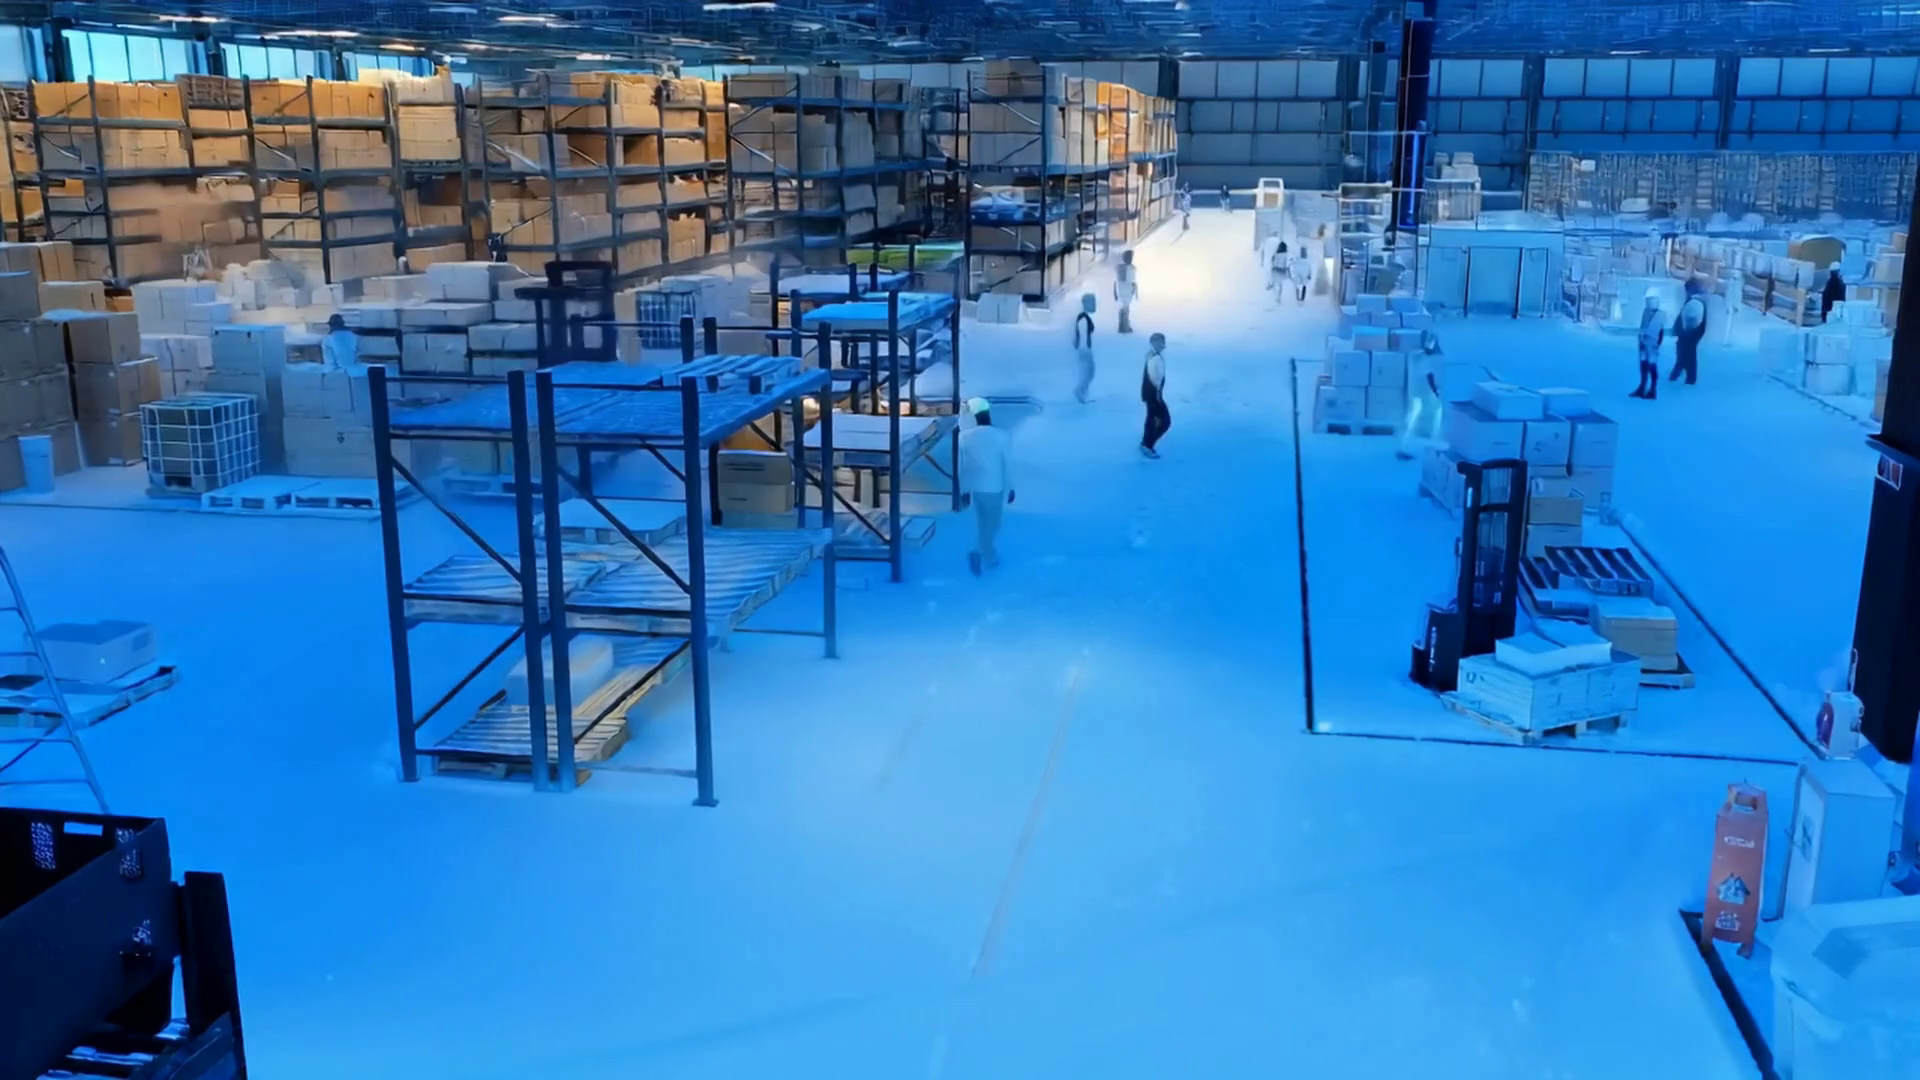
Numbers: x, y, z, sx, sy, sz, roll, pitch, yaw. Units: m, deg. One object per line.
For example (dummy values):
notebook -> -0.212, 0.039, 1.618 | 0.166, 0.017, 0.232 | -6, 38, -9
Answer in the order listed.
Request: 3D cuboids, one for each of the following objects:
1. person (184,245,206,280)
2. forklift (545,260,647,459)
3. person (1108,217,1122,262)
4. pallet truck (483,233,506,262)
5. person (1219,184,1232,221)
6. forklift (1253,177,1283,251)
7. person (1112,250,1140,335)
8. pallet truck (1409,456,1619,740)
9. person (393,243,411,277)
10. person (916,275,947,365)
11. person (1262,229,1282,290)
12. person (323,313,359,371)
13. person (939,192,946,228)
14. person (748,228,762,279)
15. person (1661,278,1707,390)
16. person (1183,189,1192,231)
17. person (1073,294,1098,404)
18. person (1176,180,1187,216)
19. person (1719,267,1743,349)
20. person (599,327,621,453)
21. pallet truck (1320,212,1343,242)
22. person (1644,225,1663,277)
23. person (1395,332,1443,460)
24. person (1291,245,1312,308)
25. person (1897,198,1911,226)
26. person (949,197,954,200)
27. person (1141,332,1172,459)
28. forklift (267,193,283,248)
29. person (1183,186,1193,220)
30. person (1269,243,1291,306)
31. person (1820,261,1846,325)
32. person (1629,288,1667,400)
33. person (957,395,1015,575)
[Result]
person -> -20.538, -7.115, 44.678 | 0.524, 1.627, 0.455 | -8, 16, -28
forklift -> -5.305, -2.555, 23.575 | 1.129, 2.768, 1.873 | 3, 14, 10
person -> 5.420, -10.762, 59.515 | 0.742, 1.610, 0.505 | 2, 14, 8
pallet truck -> -11.832, -7.026, 43.548 | 1.885, 1.965, 0.823 | 8, 16, 28
person -> 13.775, -17.556, 86.492 | 0.620, 1.897, 0.956 | -4, 15, -17
forklift -> 12.083, -12.747, 64.956 | 1.129, 2.768, 1.873 | 3, 14, 10
person -> 3.883, -5.711, 38.342 | 0.663, 1.918, 0.834 | 13, 19, 42
pallet truck -> 4.504, 0.400, 13.395 | 0.823, 1.965, 1.885 | -6, 15, -23
person -> -13.802, -6.388, 41.150 | 0.449, 1.901, 0.616 | -7, 16, -28
person -> -0.731, -4.392, 33.185 | 0.948, 1.825, 0.532 | -1, 14, -3
person -> 9.204, -8.270, 49.032 | 0.605, 1.792, 0.921 | 2, 14, 8
person -> -9.310, -2.442, 25.054 | 0.370, 1.941, 0.627 | 7, 15, 25
person -> -0.735, -14.687, 74.779 | 0.365, 1.933, 0.551 | -3, 14, -12
person -> -6.562, -9.122, 52.884 | 0.321, 1.597, 0.617 | 11, 17, 37
person -> 13.115, -3.765, 30.217 | 0.758, 2.000, 0.707 | 10, 17, 36
person -> 10.653, -15.407, 77.702 | 0.378, 1.932, 0.551 | 13, 19, 43
person -> 2.158, -3.247, 28.389 | 0.455, 1.903, 0.628 | 2, 14, 9
person -> 12.255, -18.715, 91.131 | 0.615, 1.948, 1.038 | -11, 18, -37
person -> 16.654, -5.011, 35.861 | 0.527, 1.760, 0.331 | -10, 17, -35
person -> -5.081, -2.210, 24.225 | 0.343, 1.882, 0.585 | -6, 15, -24
pallet truck -> 15.874, -13.227, 70.310 | 0.680, 1.201, 1.601 | 10, 17, 35
person -> 21.680, -8.969, 51.995 | 0.543, 1.731, 0.854 | 4, 14, 16
person -> 6.664, -2.022, 23.598 | 0.941, 1.826, 0.540 | 1, 14, 3
person -> 9.026, -6.976, 44.038 | 0.553, 1.647, 0.859 | 3, 14, 11
person -> 39.945, -13.569, 70.471 | 0.586, 1.824, 0.403 | -7, 15, -25
person -> -0.455, -15.005, 76.063 | 0.353, 1.937, 0.635 | -9, 16, -31
person -> 2.790, -2.042, 23.661 | 0.432, 1.825, 0.536 | -4, 14, -15
forklift -> -19.981, -8.755, 48.750 | 1.873, 2.768, 1.129 | -5, 15, -20
person -> 11.998, -17.772, 87.650 | 0.524, 1.769, 0.315 | 3, 14, 13
person -> 8.609, -7.134, 44.668 | 0.547, 1.664, 0.803 | 0, 14, 0
person -> 17.905, -4.721, 34.196 | 0.379, 1.993, 0.613 | -1, 14, -4
person -> 12.042, -3.428, 29.061 | 0.354, 1.939, 0.545 | -4, 14, -17
person -> 0.245, -0.567, 17.536 | 0.620, 1.894, 0.753 | 5, 15, 20
